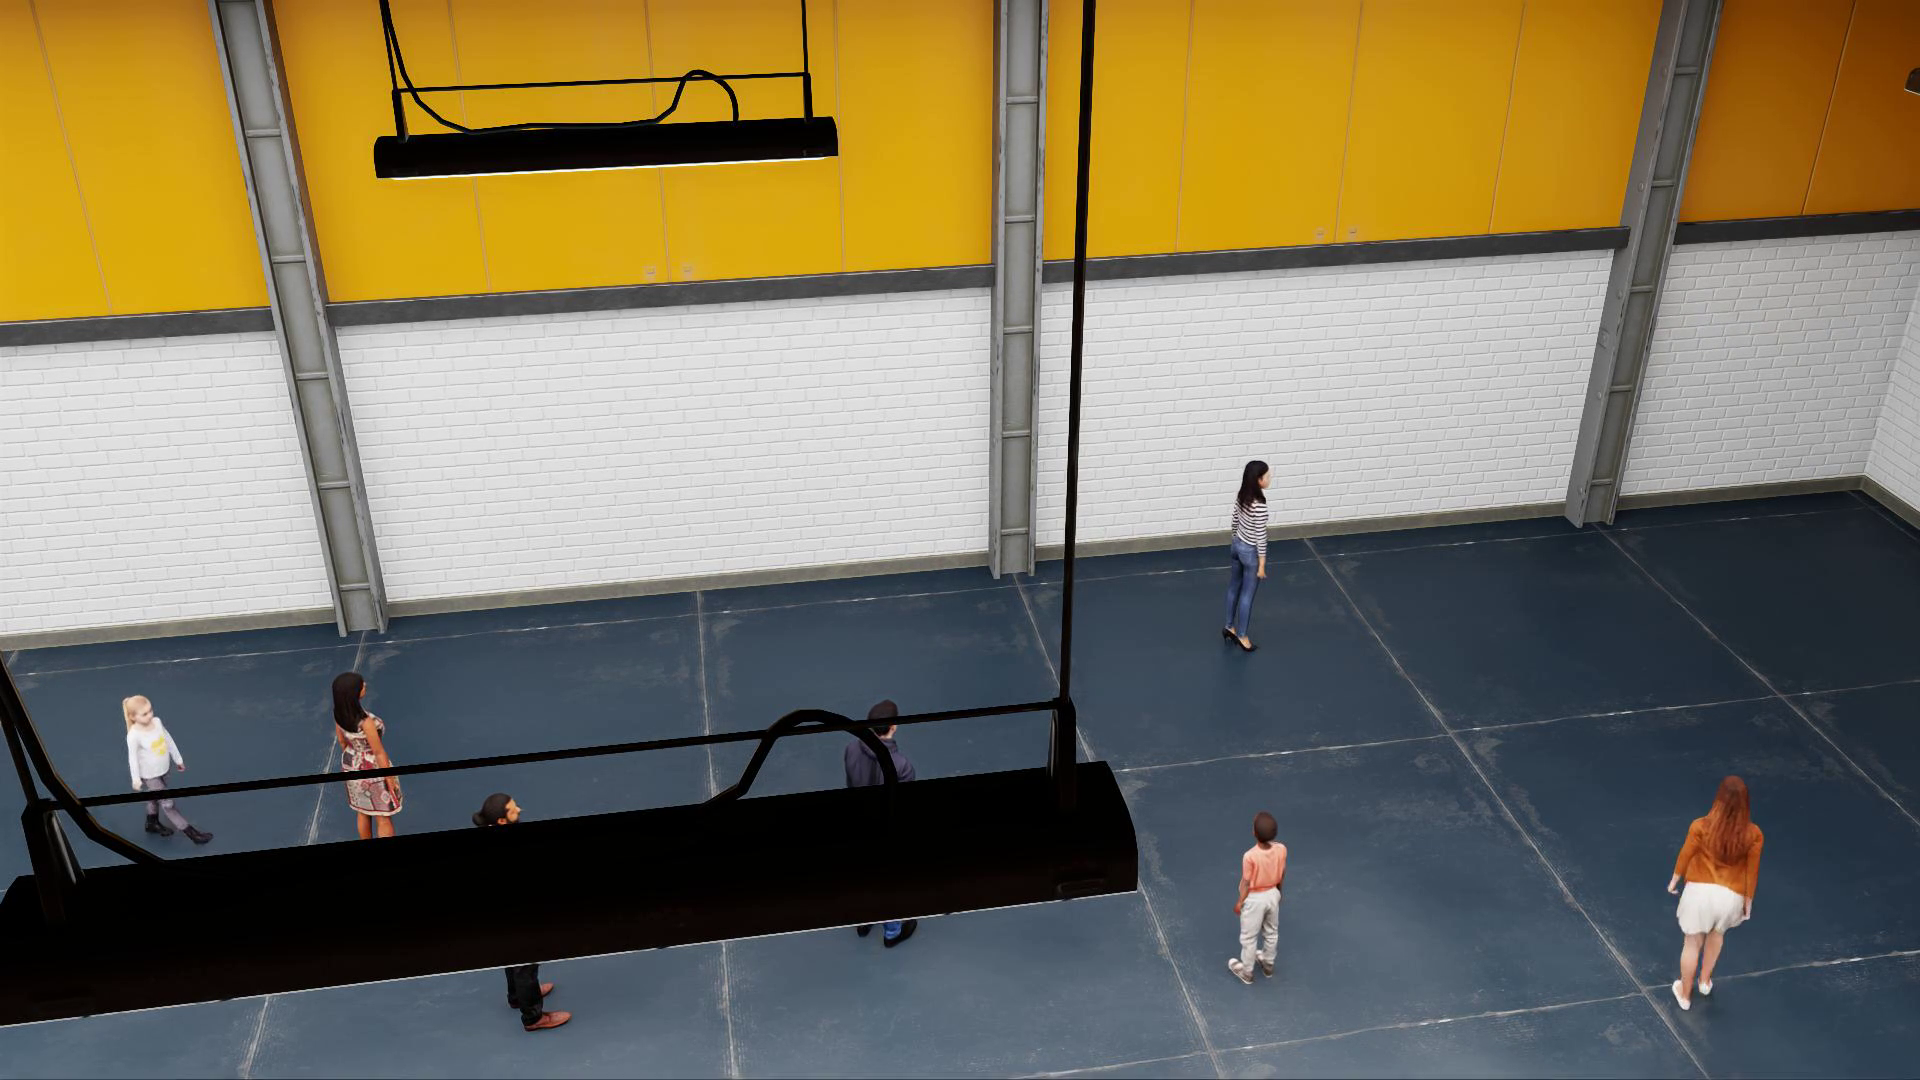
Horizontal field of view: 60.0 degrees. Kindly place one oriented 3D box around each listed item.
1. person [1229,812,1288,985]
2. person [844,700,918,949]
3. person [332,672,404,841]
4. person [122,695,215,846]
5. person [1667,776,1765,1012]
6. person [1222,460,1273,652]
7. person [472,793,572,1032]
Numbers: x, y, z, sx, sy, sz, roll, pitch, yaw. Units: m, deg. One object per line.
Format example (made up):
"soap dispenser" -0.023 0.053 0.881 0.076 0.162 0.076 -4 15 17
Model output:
"person" 1.973 2.341 10.899 0.446 1.309 0.584 -10 30 -18
"person" -0.537 1.904 11.096 0.722 1.887 0.814 14 32 24
"person" -4.216 1.645 11.824 0.702 1.645 0.774 17 33 28
"person" -5.942 1.683 12.168 0.951 1.248 0.739 7 29 12
"person" 4.785 2.307 10.549 0.696 1.704 0.797 8 30 14
"person" 2.495 0.136 14.435 0.570 1.794 0.624 -11 31 -20
"person" -2.799 2.320 10.473 0.717 1.754 0.737 -16 33 -27
